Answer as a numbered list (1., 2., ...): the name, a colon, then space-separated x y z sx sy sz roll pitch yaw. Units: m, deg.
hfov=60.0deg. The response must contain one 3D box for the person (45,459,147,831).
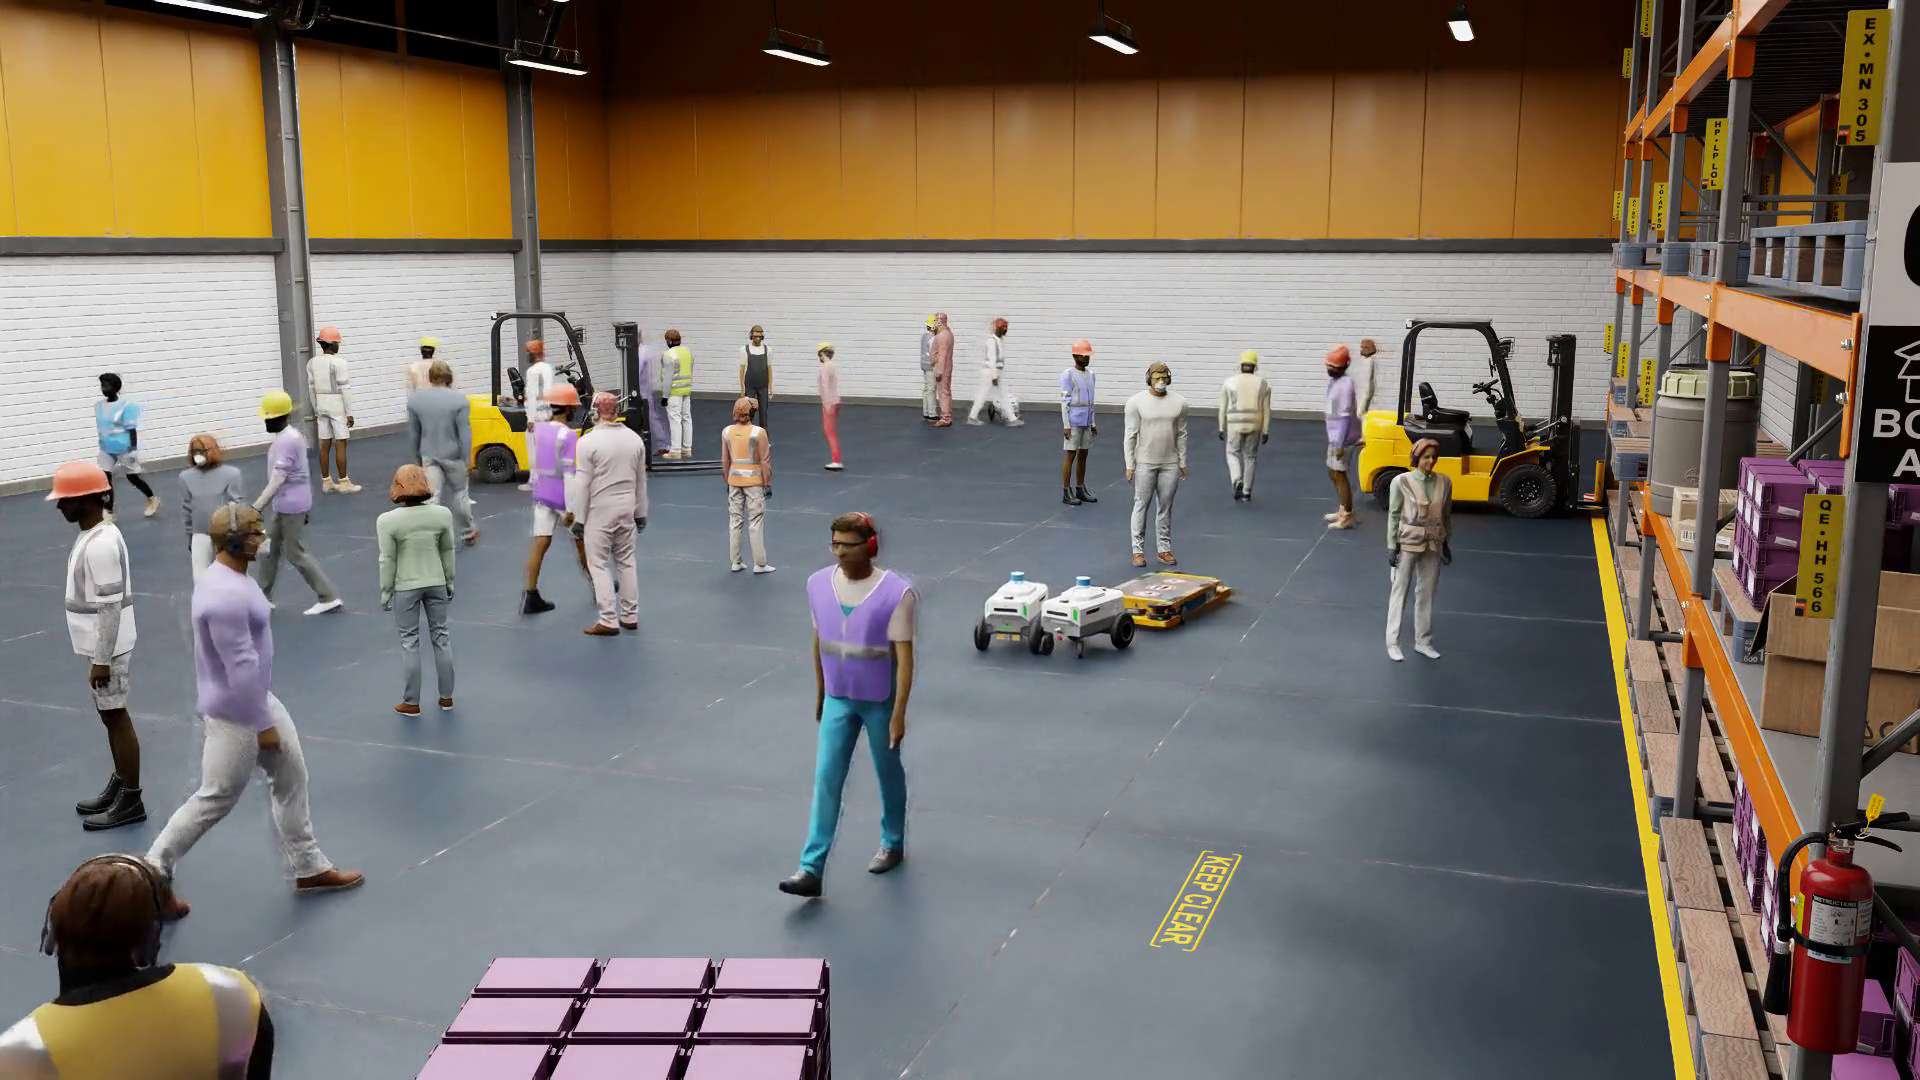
1. person: -4.497 0.539 8.678 0.358 1.937 0.544 -6 12 -31

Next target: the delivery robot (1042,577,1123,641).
1. delivery robot: 0.916 0.518 12.422 0.477 0.478 0.707 7 13 36

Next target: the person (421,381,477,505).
1. person: -6.063 -1.200 19.369 0.719 1.613 0.522 -2 10 -9

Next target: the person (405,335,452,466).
1. person: -6.748 -1.650 21.181 0.586 1.887 0.721 -5 11 -26

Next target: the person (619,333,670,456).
1. person: -4.673 -2.107 23.838 1.041 1.841 0.638 -4 11 -21

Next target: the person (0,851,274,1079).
1. person: -1.661 1.543 3.418 0.824 1.806 0.647 7 12 36

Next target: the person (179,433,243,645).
1. person: -5.756 -0.047 12.907 0.503 1.606 0.743 0 10 -2

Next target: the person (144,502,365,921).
1. person: -3.317 0.767 7.524 0.984 1.902 0.632 -3 10 -16

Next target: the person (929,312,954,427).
1. person: -0.315 -2.848 27.839 0.402 1.906 0.652 2 10 10

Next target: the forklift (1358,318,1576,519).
1. forklift: 5.787 -1.437 19.079 2.313 2.155 1.214 3 11 19

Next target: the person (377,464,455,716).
1. person: -3.500 0.322 10.752 0.499 1.634 0.288 -8 13 -39

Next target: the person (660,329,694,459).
1. person: -4.046 -2.073 23.677 0.430 1.838 0.619 5 11 27

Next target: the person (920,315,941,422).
1. person: -0.472 -2.957 28.654 0.404 1.835 0.586 -3 11 -18

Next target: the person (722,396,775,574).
1. person: -1.964 -0.500 15.369 0.514 1.639 0.311 5 11 26

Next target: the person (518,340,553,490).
1. person: -5.216 -1.532 20.514 0.526 1.878 0.606 2 10 12

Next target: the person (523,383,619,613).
1. person: -3.288 -0.363 13.886 0.569 1.880 0.996 8 13 37

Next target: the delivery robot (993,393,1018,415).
1. delivery robot: 0.784 -2.360 28.631 0.477 0.478 0.707 -2 10 -9

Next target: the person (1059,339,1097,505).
1. person: 1.410 -1.382 19.491 0.355 1.939 0.544 10 14 44

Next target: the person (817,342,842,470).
1. person: -1.770 -1.811 22.521 0.433 1.720 0.668 2 10 11

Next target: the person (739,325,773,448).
1. person: -3.028 -2.275 24.790 0.507 1.844 0.345 -4 11 -19

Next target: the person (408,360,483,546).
1. person: -5.064 -0.822 16.441 0.656 1.896 0.957 1 10 4

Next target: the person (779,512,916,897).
1. person: -0.499 0.767 7.770 0.594 1.792 0.949 5 11 25

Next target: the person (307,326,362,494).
1. person: -7.653 -1.583 20.326 0.605 2.045 0.377 4 11 23

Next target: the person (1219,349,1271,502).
1. person: 3.359 -1.331 19.547 0.603 1.814 0.536 0 10 1

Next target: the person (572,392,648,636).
1. person: -2.750 -0.208 13.016 0.402 1.893 0.655 7 12 34

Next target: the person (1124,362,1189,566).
1. person: 1.859 -0.717 15.746 0.637 1.938 0.355 -3 10 -14

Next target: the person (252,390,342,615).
1. person: -5.511 -0.287 13.543 0.792 1.873 0.591 -6 11 -28

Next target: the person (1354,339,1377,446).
1. person: 6.169 -2.205 25.007 0.440 1.624 0.498 3 10 16

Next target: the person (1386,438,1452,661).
1. person: 3.355 0.069 12.165 0.523 1.636 0.310 -3 10 -15

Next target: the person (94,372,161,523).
1. person: -9.150 -1.010 18.164 0.536 1.671 0.787 3 10 14

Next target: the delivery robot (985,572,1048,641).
1. delivery robot: 0.435 0.488 12.593 0.477 0.478 0.707 3 11 16

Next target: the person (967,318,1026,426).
1. person: 0.583 -2.806 27.823 1.012 1.833 0.603 5 11 24

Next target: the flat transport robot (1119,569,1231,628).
1. flat transport robot: 1.680 0.470 13.757 0.652 0.197 1.431 6 12 29

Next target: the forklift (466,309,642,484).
1. forklift: -5.354 -1.902 21.697 2.313 2.155 1.214 -2 10 -13

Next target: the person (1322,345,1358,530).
1. person: 4.032 -1.090 17.693 0.529 1.992 0.680 0 10 -2
